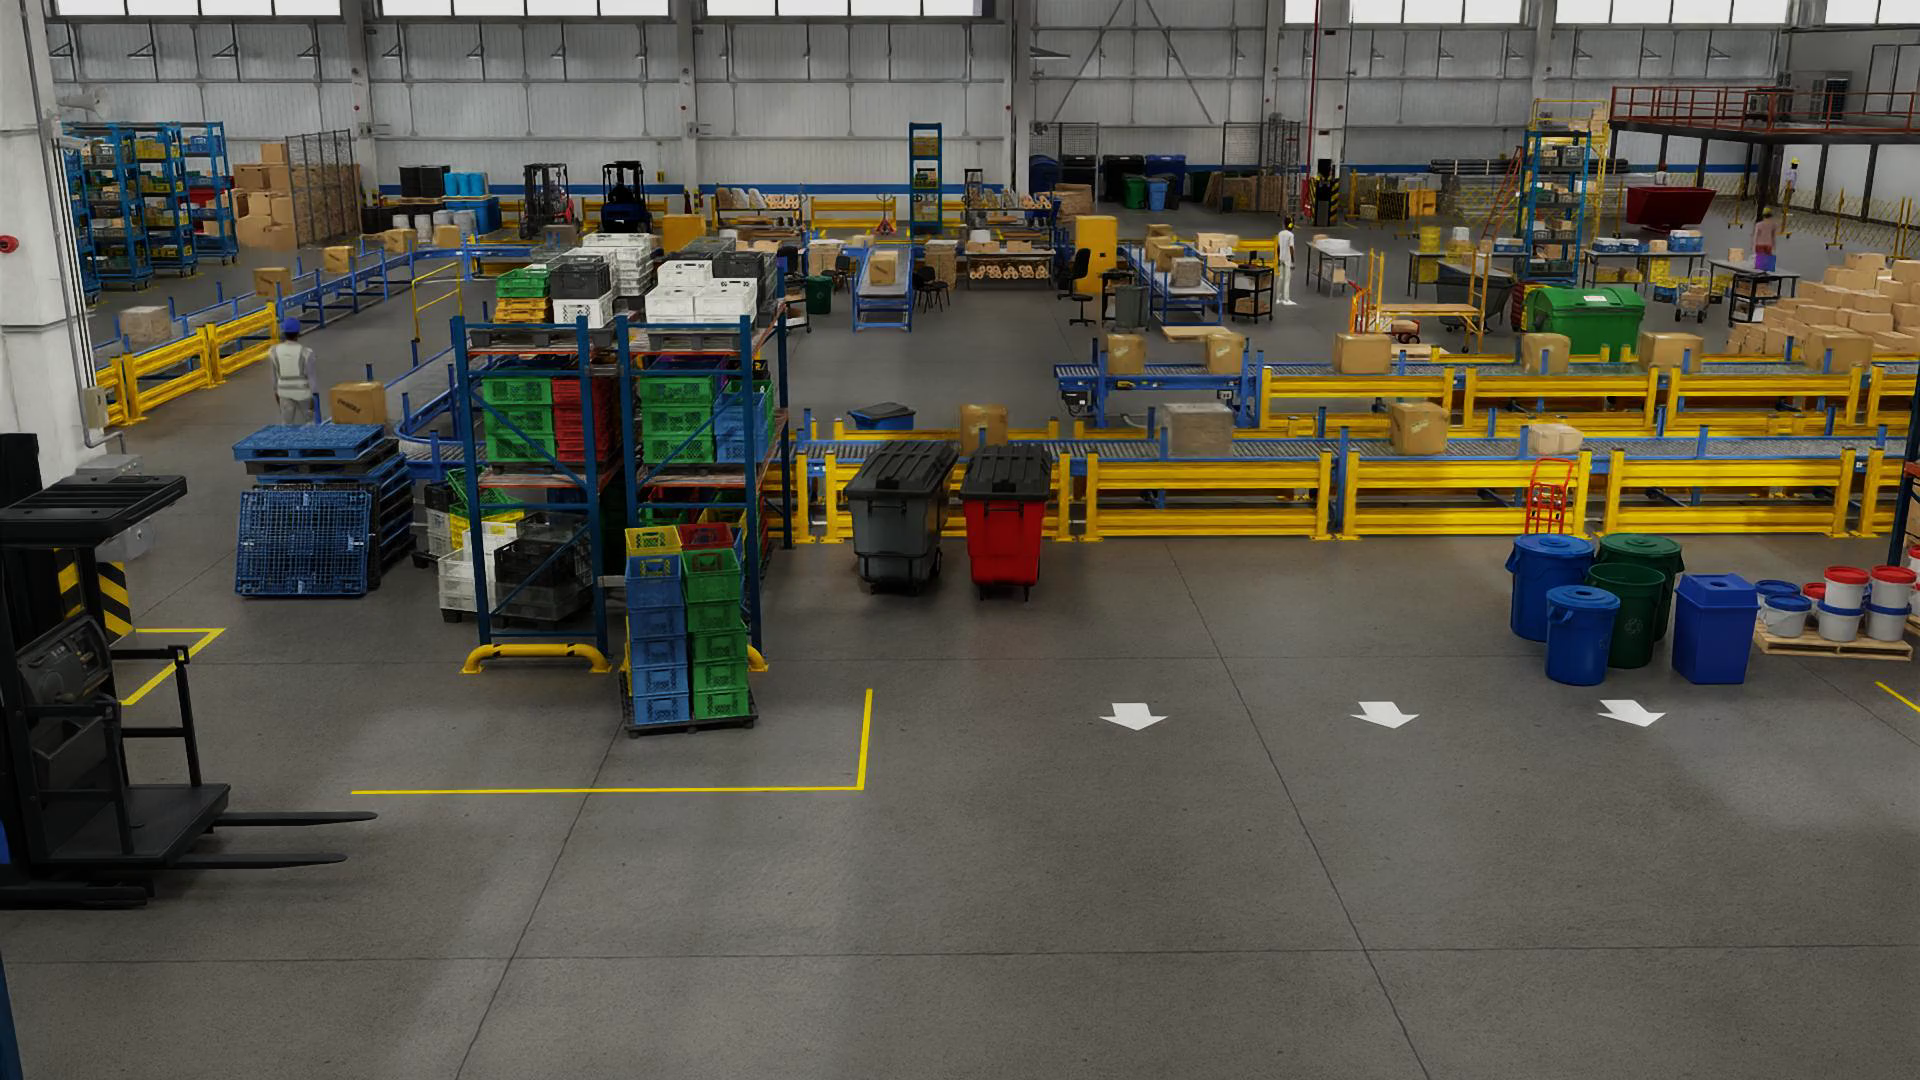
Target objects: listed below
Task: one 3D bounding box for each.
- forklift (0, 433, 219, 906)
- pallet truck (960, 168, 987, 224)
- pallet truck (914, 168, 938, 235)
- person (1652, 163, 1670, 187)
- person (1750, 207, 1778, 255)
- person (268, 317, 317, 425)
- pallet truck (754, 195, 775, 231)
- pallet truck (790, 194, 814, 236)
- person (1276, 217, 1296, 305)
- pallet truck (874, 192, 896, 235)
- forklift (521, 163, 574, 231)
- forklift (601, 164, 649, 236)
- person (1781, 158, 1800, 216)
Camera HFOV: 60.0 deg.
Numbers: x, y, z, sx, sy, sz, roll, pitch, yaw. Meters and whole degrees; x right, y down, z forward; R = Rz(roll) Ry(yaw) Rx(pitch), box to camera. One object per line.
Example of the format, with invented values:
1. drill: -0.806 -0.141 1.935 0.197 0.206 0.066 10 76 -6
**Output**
1. forklift: -5.952 0.780 10.366 1.873 2.768 1.129 0 16 -1
2. pallet truck: 0.383 -10.230 50.206 0.823 1.965 1.885 -1 16 -3
3. pallet truck: -0.989 -10.316 50.507 0.823 1.965 1.885 1 16 3
4. person: 22.926 -11.384 54.414 0.356 1.887 0.572 -12 20 -35
5. person: 18.994 -6.981 39.334 0.552 1.750 0.365 3 16 12
6. person: -8.565 -1.896 21.382 0.607 1.926 0.855 -1 16 -3
7. pallet truck: -6.051 -9.967 50.660 0.680 1.201 1.601 0 16 -1
8. pallet truck: -4.814 -9.883 50.259 0.704 1.261 1.522 -1 16 -3
9. person: 7.010 -5.984 35.687 0.329 1.866 0.514 -9 18 -28
10. pallet truck: -2.277 -9.986 50.594 0.653 1.274 1.630 0 16 -1
11. forklift: -12.233 -10.122 49.298 1.157 1.987 2.680 0 16 -1
12. forklift: -9.948 -10.127 49.296 1.157 1.987 2.680 -1 16 -3
13. person: 28.113 -11.943 56.285 0.587 1.928 0.382 -13 21 -38
